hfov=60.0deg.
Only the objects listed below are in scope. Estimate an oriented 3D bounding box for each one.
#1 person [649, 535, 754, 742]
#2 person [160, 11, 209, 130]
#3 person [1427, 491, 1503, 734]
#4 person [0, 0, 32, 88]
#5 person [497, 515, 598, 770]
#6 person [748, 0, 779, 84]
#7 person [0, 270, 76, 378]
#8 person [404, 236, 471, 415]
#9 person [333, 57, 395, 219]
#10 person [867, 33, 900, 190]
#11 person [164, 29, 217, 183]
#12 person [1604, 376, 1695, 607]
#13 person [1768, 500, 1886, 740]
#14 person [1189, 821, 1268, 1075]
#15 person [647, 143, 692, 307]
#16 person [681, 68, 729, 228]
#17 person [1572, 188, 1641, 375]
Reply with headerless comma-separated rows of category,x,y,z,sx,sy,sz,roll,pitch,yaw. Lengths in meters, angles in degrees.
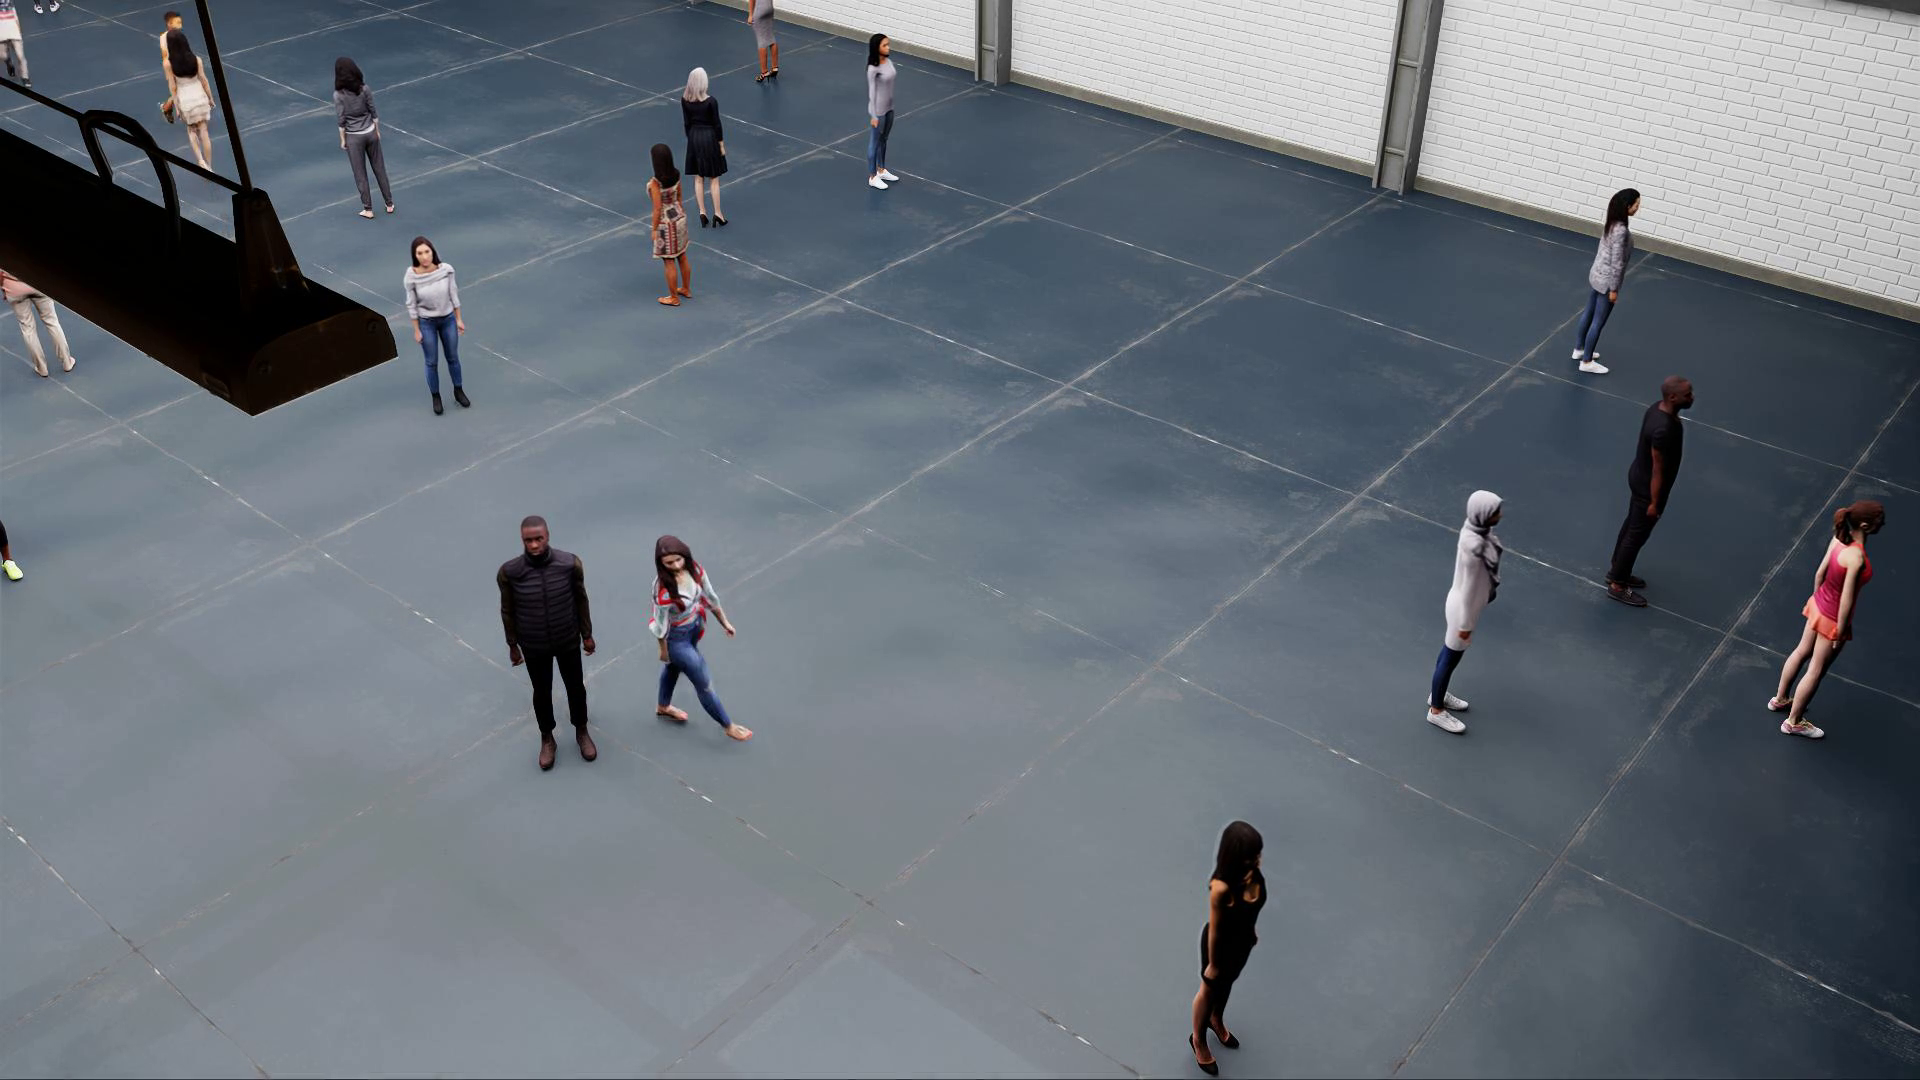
person,-1.883,0.607,10.839,1.099,1.570,0.808,12,35,17
person,-9.723,-5.798,20.591,0.870,1.443,0.713,16,37,22
person,3.300,0.446,10.895,0.625,1.775,0.667,13,36,19
person,-12.652,-6.755,22.042,0.671,1.429,0.865,-20,38,-27
person,-2.599,0.631,10.563,0.779,1.836,0.779,-10,35,-14
person,-2.620,-6.987,22.074,0.509,1.781,0.570,26,41,33
person,-8.482,-2.311,15.089,0.667,1.725,0.635,-18,38,-25
person,-4.588,-1.897,14.549,0.659,1.633,0.614,-19,38,-27
person,-6.553,-4.406,18.204,0.645,1.765,0.593,-22,39,-29
person,-0.910,-4.917,19.000,0.591,1.735,0.645,16,37,23
person,-8.768,-4.943,19.054,0.697,1.720,0.733,-15,36,-21
person,5.010,-0.381,12.100,0.702,1.820,0.740,10,35,15
person,5.676,0.487,10.855,0.688,1.751,0.650,2,34,3
person,1.375,2.070,8.567,0.482,1.648,0.570,26,42,33
person,-2.862,-3.114,16.370,0.591,1.645,0.688,17,37,24
person,-2.757,-4.241,17.974,0.644,1.746,0.754,8,34,12
person,5.903,-2.391,15.201,0.712,1.735,0.688,2,34,3
